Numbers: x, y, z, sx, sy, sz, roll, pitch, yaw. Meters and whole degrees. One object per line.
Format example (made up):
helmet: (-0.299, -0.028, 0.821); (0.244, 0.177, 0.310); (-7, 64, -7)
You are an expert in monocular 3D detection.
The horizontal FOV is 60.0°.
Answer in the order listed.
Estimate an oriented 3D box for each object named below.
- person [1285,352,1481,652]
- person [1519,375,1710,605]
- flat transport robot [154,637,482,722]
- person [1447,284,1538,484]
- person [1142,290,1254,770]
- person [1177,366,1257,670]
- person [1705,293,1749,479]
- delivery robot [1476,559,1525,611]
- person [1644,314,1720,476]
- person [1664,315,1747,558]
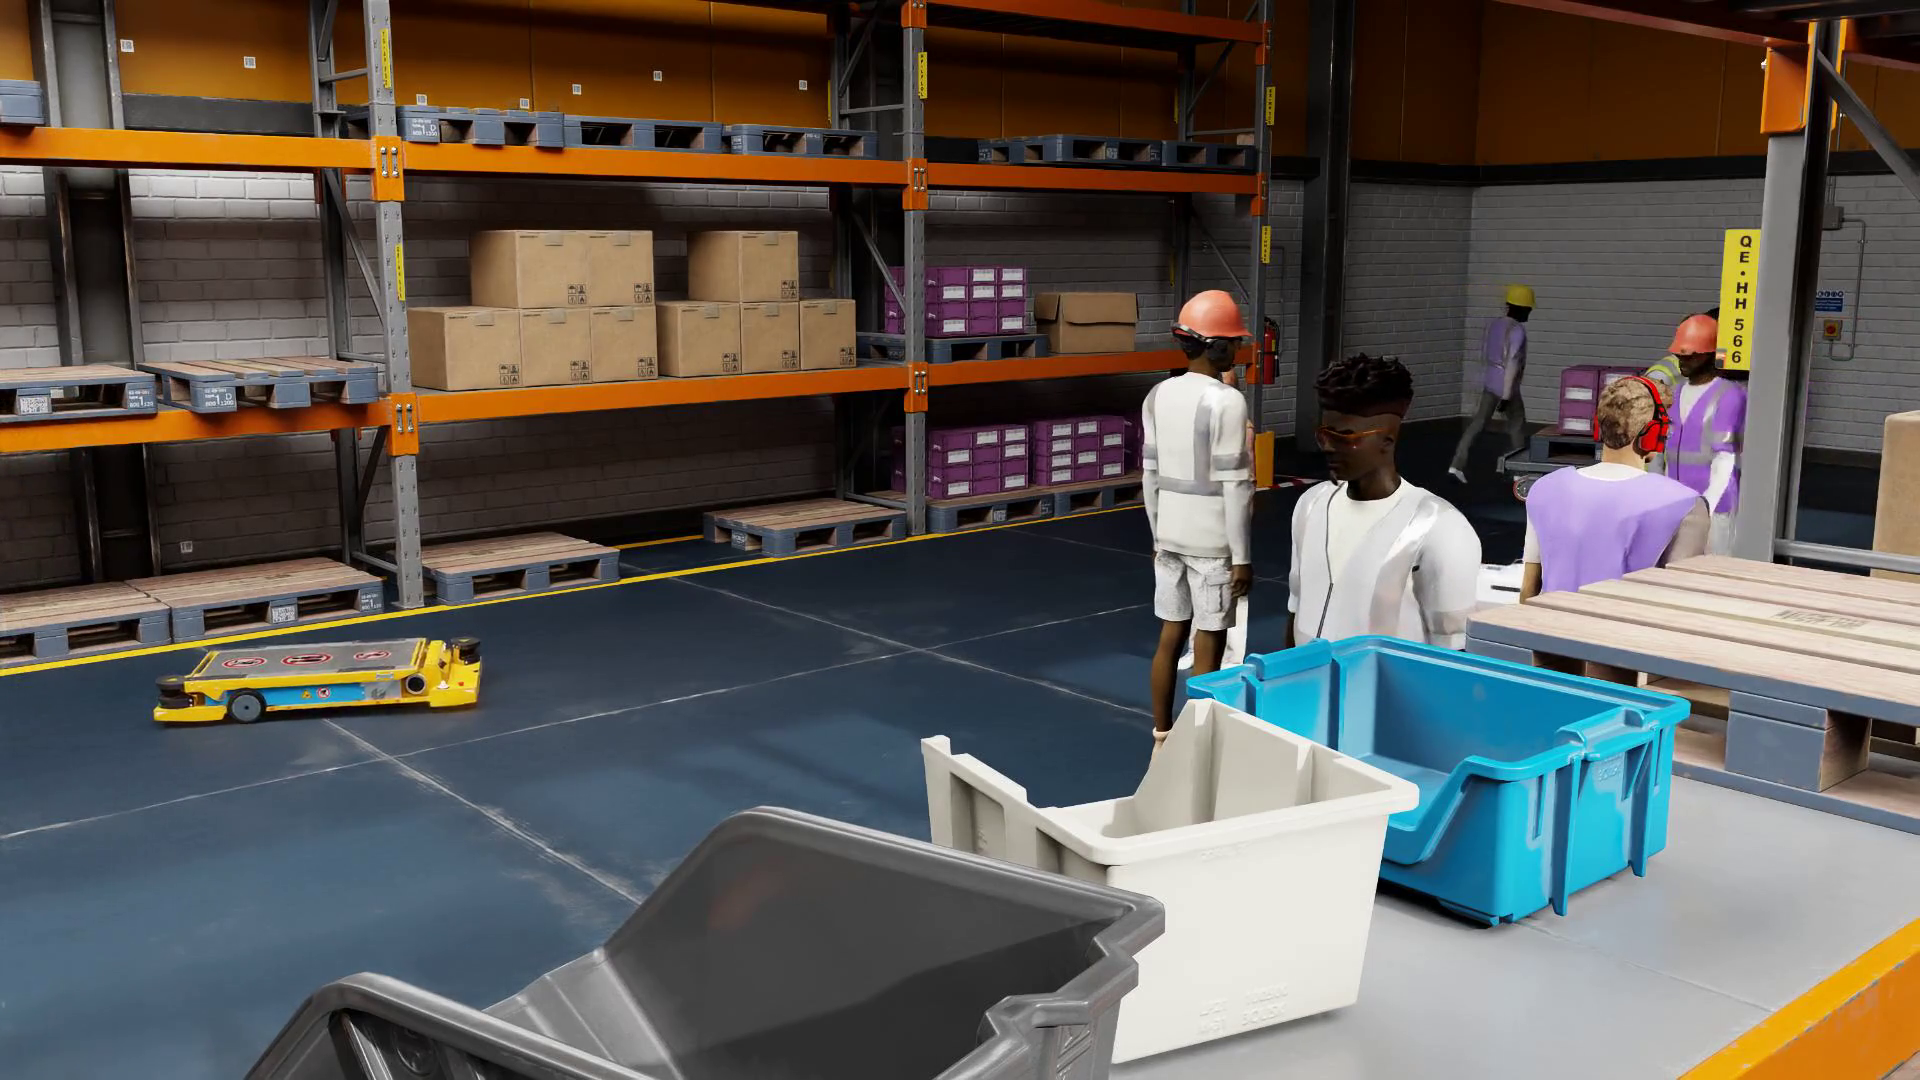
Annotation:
person: (1.050, 0.490, 4.355); (0.366, 1.962, 0.614); (-6, 12, -31)
person: (1.958, 0.426, 5.051); (0.372, 1.843, 0.571); (-9, 13, -40)
flat transport robot: (-3.092, 0.666, 8.114); (1.431, 0.197, 0.652); (-3, 10, -14)
person: (4.973, -1.427, 15.365); (0.988, 1.873, 0.674); (-3, 11, -16)
person: (1.002, 0.002, 6.871); (0.386, 2.045, 0.605); (-6, 12, -29)
person: (1.321, -0.093, 8.545); (0.315, 1.636, 0.514); (-6, 12, -30)
person: (7.300, -1.565, 15.779); (0.613, 1.995, 0.390); (0, 10, -1)
delivery robot: (3.196, 0.286, 9.185); (0.707, 0.478, 0.477); (7, 12, 35)
person: (4.153, -0.371, 9.545); (0.621, 1.837, 0.429); (-7, 13, -36)
person: (3.810, -0.232, 8.670); (0.979, 1.867, 0.557); (-4, 11, -19)
